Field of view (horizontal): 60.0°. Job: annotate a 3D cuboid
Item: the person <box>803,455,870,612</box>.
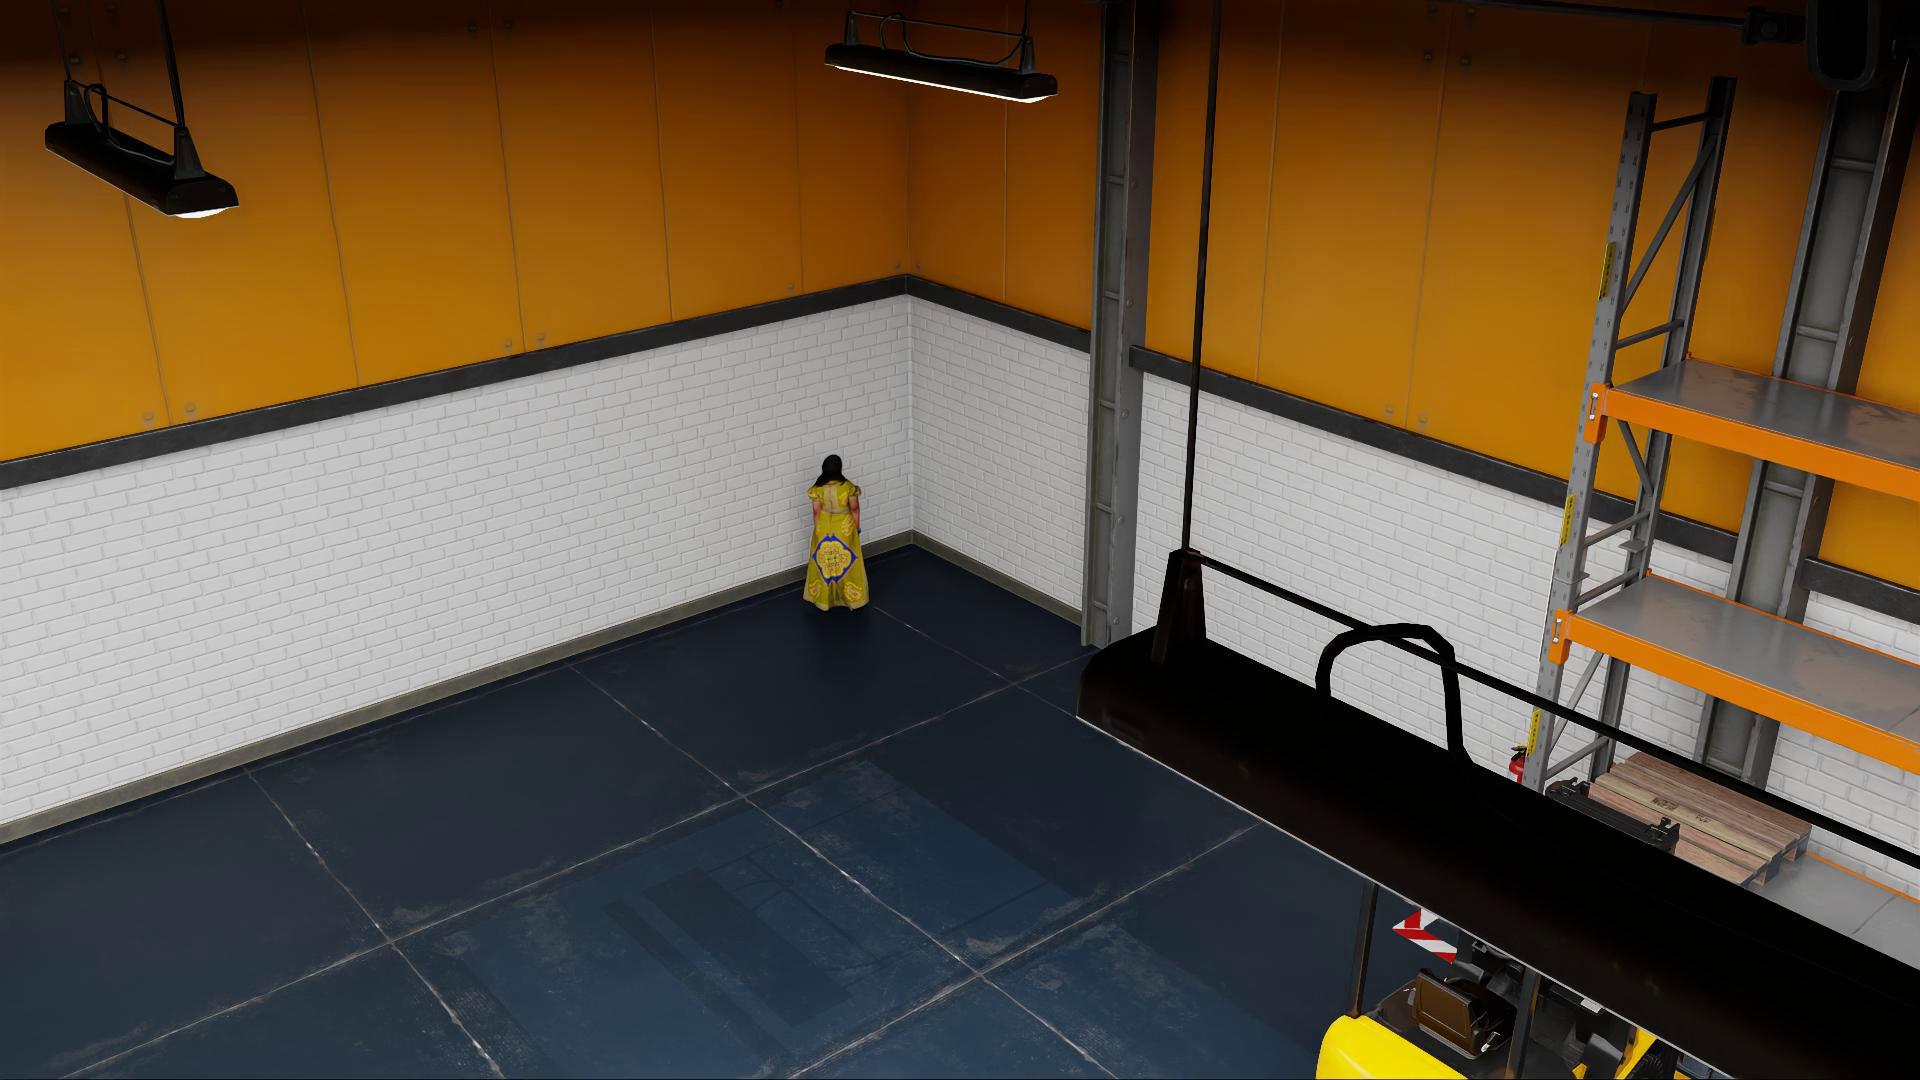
[{"bbox_3d":[-1.240,-0.075,16.637,0.998,1.660,1.038,0,24,0],"label":"person"}]
